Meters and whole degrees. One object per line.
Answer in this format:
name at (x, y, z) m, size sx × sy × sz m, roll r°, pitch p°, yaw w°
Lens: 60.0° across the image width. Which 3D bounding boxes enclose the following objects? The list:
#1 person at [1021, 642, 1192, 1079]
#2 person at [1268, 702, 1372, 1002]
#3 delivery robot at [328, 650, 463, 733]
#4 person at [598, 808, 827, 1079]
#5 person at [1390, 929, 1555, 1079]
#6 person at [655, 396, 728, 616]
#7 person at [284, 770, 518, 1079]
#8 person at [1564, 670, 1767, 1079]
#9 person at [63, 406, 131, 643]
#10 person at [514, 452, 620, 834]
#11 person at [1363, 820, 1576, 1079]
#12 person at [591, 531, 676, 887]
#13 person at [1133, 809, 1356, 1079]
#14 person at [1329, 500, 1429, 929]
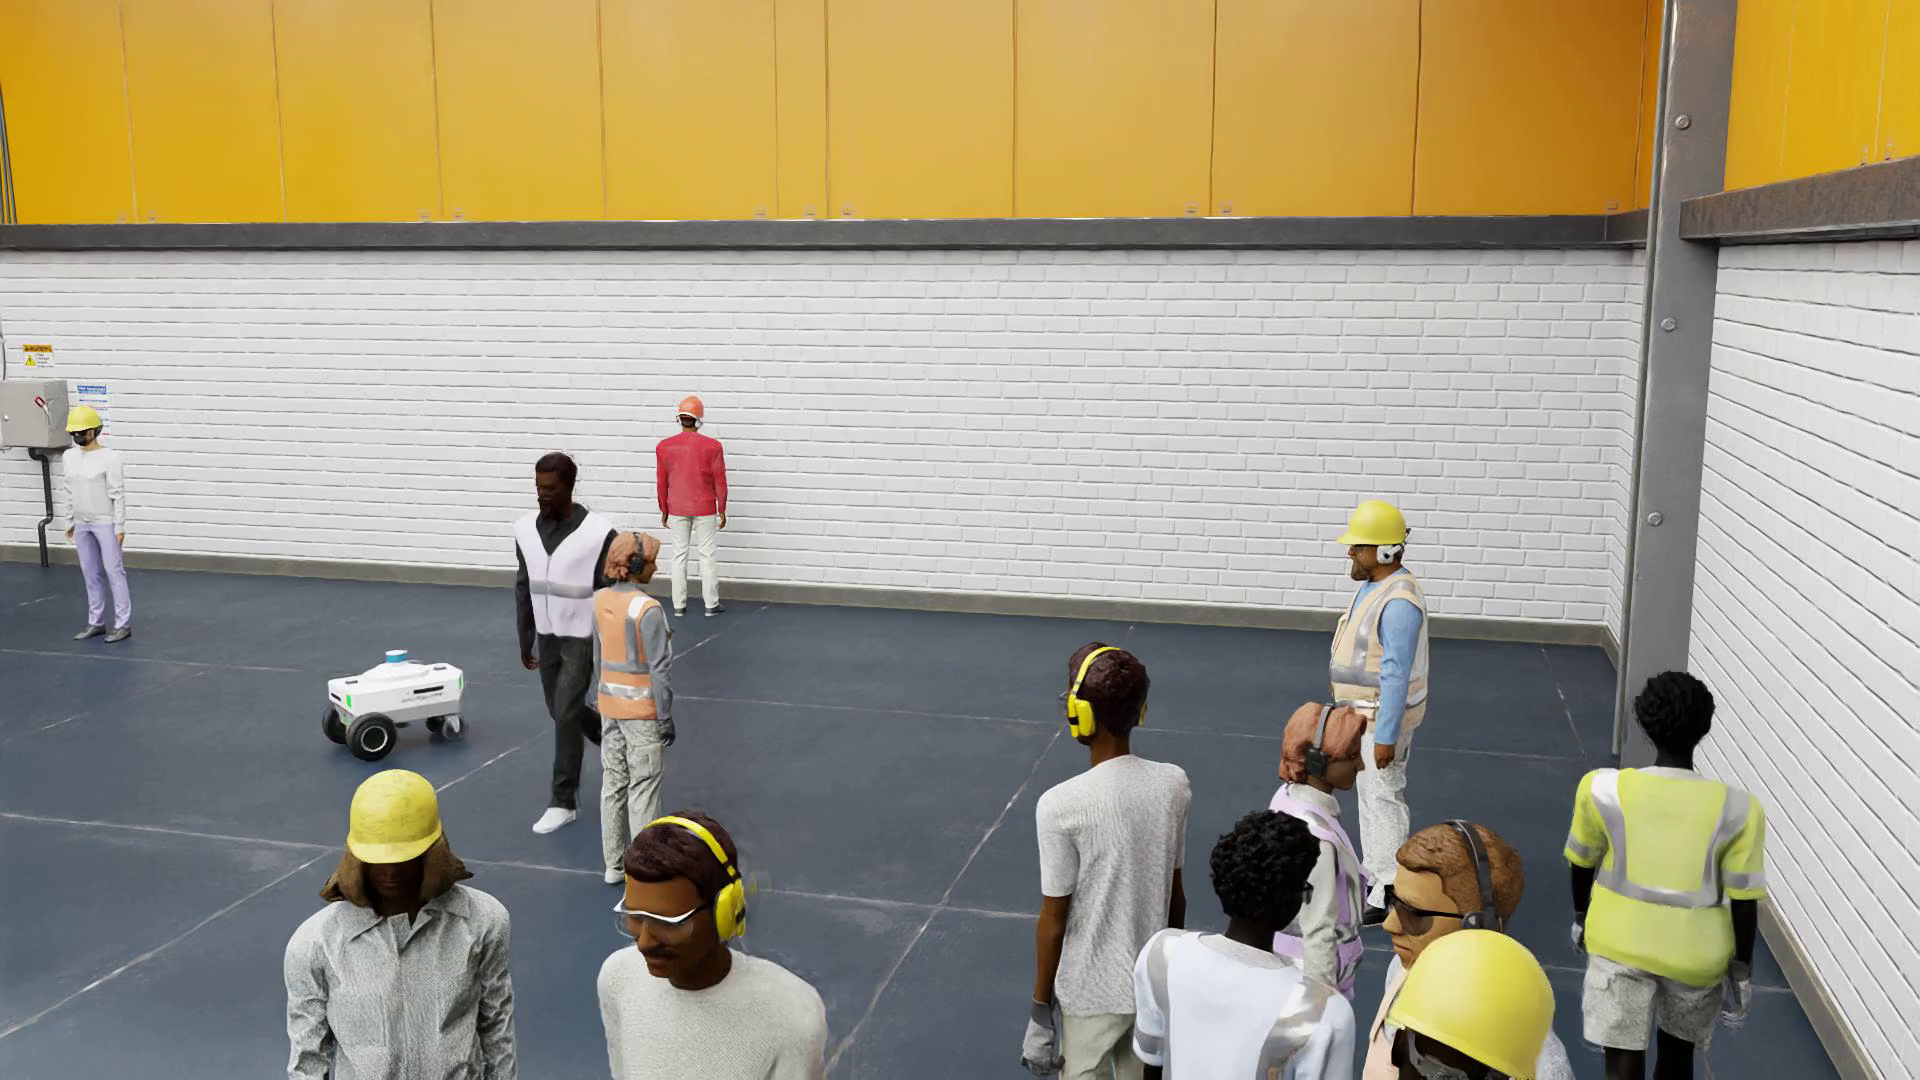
person at (0.383, 1.188, 4.326) m, size 0.500 × 1.861 × 0.327 m, roll -8°, pitch 12°, yaw -38°
person at (0.958, 1.249, 4.607) m, size 0.310 × 1.636 × 0.523 m, roll 1°, pitch 10°, yaw 3°
delivery robot at (-3.264, 0.885, 9.654) m, size 0.707 × 0.478 × 0.477 m, roll -8°, pitch 12°, yaw -38°
person at (-0.465, 1.390, 3.159) m, size 0.571 × 1.848 × 0.385 m, roll 4°, pitch 10°, yaw 20°
person at (0.640, 1.510, 2.381) m, size 0.648 × 1.878 × 0.475 m, roll -4°, pitch 10°, yaw -21°
person at (-2.113, -0.265, 13.175) m, size 0.563 × 1.751 × 0.329 m, roll 0°, pitch 10°, yaw 2°
person at (-1.224, 1.347, 3.720) m, size 0.492 × 1.740 × 0.325 m, roll -5°, pitch 11°, yaw -26°
person at (2.041, 1.196, 4.876) m, size 0.541 × 1.649 × 0.923 m, roll 4°, pitch 10°, yaw 21°
person at (-6.397, -0.116, 12.292) m, size 0.526 × 1.761 × 0.344 m, roll 3°, pitch 10°, yaw 17°
person at (-1.945, 0.471, 8.474) m, size 0.589 × 1.891 × 0.831 m, roll 4°, pitch 11°, yaw 24°
person at (0.887, 1.403, 3.082) m, size 0.343 × 1.847 × 0.507 m, roll -3°, pitch 10°, yaw -18°
person at (-1.446, 0.773, 7.404) m, size 0.311 × 1.639 × 0.512 m, roll -9°, pitch 13°, yaw -44°
person at (0.602, 1.400, 3.573) m, size 0.542 × 1.685 × 0.320 m, roll 8°, pitch 13°, yaw 40°
person at (1.775, 0.734, 7.091) m, size 0.403 × 1.824 × 0.593 m, roll 1°, pitch 10°, yaw 3°
